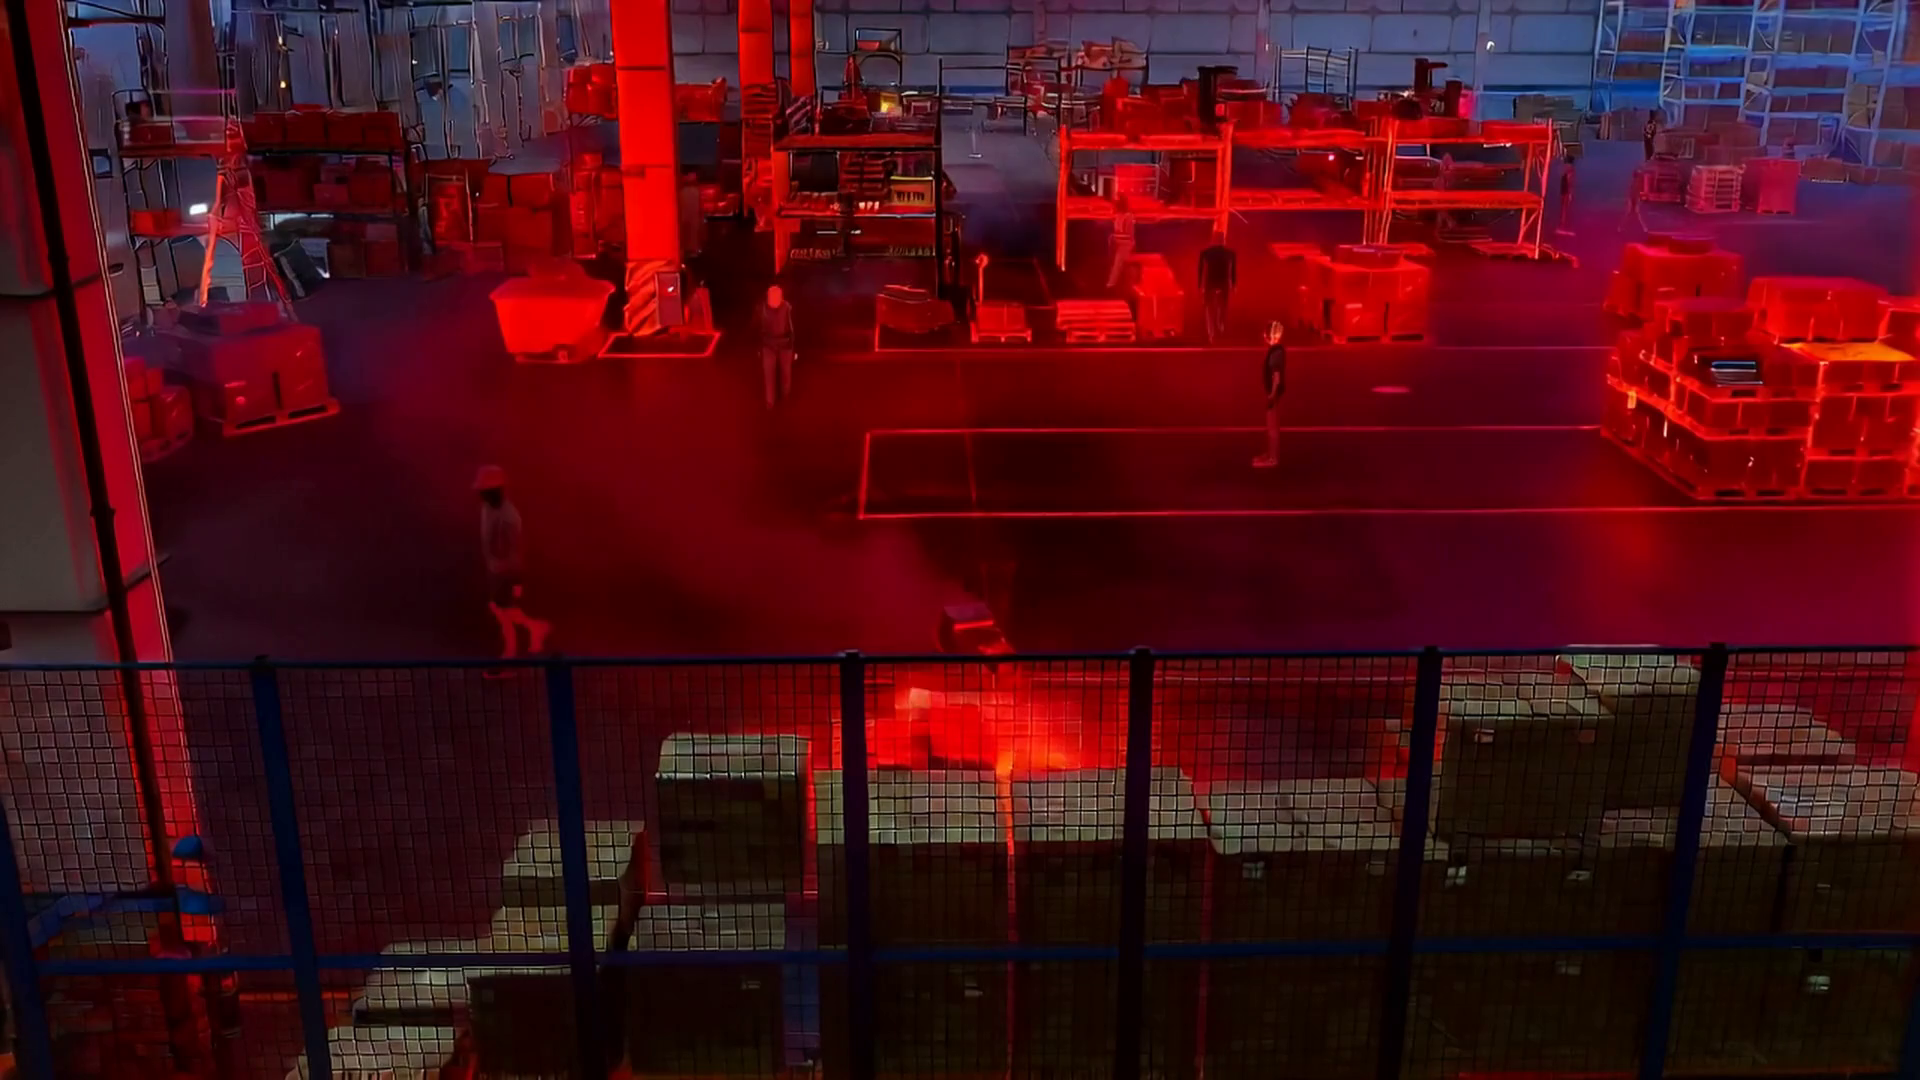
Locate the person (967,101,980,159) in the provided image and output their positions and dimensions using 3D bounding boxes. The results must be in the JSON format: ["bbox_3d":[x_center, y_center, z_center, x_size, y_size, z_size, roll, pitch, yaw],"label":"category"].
[{"bbox_3d":[0.472,-14.081,57.119,0.376,1.935,0.629,8,20,22],"label":"person"}]

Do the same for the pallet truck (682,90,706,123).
[{"bbox_3d":[-9.671,-15.907,62.421,0.823,1.965,1.885,5,19,15],"label":"pallet truck"}]

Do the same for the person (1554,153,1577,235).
[{"bbox_3d":[14.613,-8.330,40.039,0.373,1.937,0.630,-3,19,-10],"label":"person"}]

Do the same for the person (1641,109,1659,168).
[{"bbox_3d":[22.443,-13.031,54.027,0.390,1.912,0.589,-3,19,-8],"label":"person"}]

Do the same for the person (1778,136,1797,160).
[{"bbox_3d":[23.577,-10.685,47.486,0.312,1.638,0.548,-14,23,-35],"label":"person"}]

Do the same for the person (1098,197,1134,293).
[{"bbox_3d":[3.066,-5.781,32.613,0.911,1.846,0.583,-7,20,-19],"label":"person"}]

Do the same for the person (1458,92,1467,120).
[{"bbox_3d":[18.510,-15.525,61.380,0.547,1.937,0.379,-10,21,-26],"label":"person"}]

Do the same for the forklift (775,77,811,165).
[{"bbox_3d":[-5.920,-13.893,55.085,1.873,2.768,1.129,-1,19,-1],"label":"forklift"}]

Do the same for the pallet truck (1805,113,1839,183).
[{"bbox_3d":[26.403,-11.957,50.702,0.823,1.965,1.885,6,19,16],"label":"pallet truck"}]

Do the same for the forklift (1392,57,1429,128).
[{"bbox_3d":[18.965,-18.497,68.745,1.873,2.768,1.129,-1,19,-1],"label":"forklift"}]

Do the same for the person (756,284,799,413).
[{"bbox_3d":[-2.601,-2.778,23.801,0.631,1.795,1.001,1,19,4],"label":"person"}]

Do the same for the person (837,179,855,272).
[{"bbox_3d":[-2.396,-6.602,34.931,0.383,1.923,0.590,3,19,7],"label":"person"}]

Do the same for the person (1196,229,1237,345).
[{"bbox_3d":[4.307,-4.274,28.031,0.661,1.915,0.676,2,19,5],"label":"person"}]

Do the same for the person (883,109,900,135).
[{"bbox_3d":[-2.365,-13.940,57.121,0.529,1.653,0.890,8,20,23],"label":"person"}]

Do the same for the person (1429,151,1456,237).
[{"bbox_3d":[11.535,-8.261,39.672,0.606,2.000,0.698,1,19,2],"label":"person"}]

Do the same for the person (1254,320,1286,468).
[{"bbox_3d":[3.899,-1.836,20.868,0.328,1.876,0.513,3,19,10],"label":"person"}]

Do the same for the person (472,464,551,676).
[{"bbox_3d":[-3.975,0.233,14.659,0.600,1.922,0.566,-14,23,-35],"label":"person"}]

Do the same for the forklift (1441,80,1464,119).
[{"bbox_3d":[15.644,-13.239,53.146,1.873,2.768,1.129,-1,19,-1],"label":"forklift"}]

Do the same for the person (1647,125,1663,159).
[{"bbox_3d":[21.290,-11.875,50.970,0.555,1.686,0.481,-17,25,-42],"label":"person"}]

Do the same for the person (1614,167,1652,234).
[{"bbox_3d":[16.352,-8.222,40.245,0.869,1.586,0.535,8,20,23],"label":"person"}]

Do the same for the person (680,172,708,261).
[{"bbox_3d":[-5.825,-7.115,36.504,0.591,1.883,0.944,14,23,35],"label":"person"}]

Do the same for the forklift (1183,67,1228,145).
[{"bbox_3d":[8.914,-15.889,61.007,1.873,2.768,1.129,-1,19,-2],"label":"forklift"}]

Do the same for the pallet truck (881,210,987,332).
[{"bbox_3d":[-0.493,-4.759,29.349,1.885,1.965,0.823,-13,23,-34],"label":"pallet truck"}]
